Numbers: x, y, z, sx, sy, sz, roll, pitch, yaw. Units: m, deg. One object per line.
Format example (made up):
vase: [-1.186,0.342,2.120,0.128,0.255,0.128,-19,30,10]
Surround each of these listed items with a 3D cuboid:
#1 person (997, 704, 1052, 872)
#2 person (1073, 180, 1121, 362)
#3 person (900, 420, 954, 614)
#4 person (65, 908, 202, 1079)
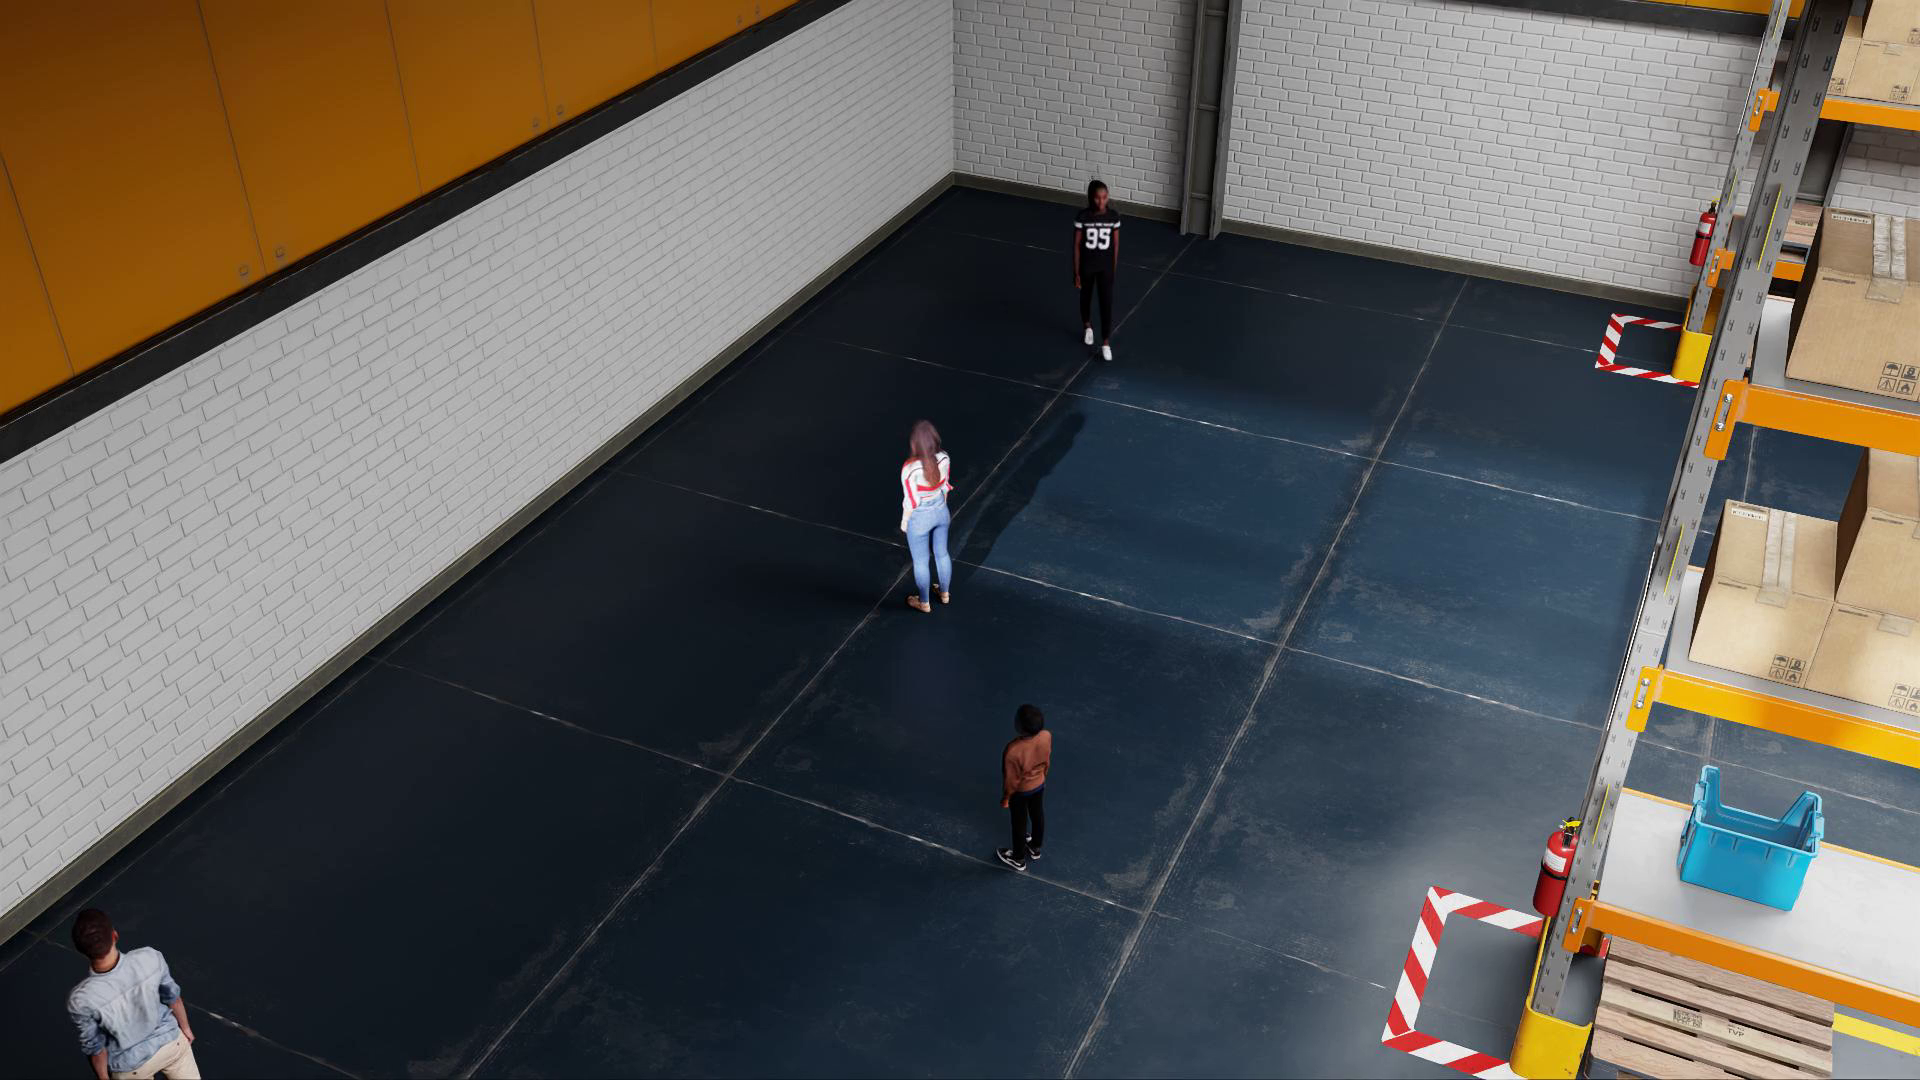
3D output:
person: [0.408,1.508,10.259,0.592,1.255,0.601,-25,41,-32]
person: [1.291,-2.670,16.143,1.007,1.700,0.935,0,34,-1]
person: [-0.241,-0.187,12.486,0.661,1.613,0.663,-21,39,-29]
person: [-4.015,2.526,8.193,0.638,1.846,0.707,26,41,33]
